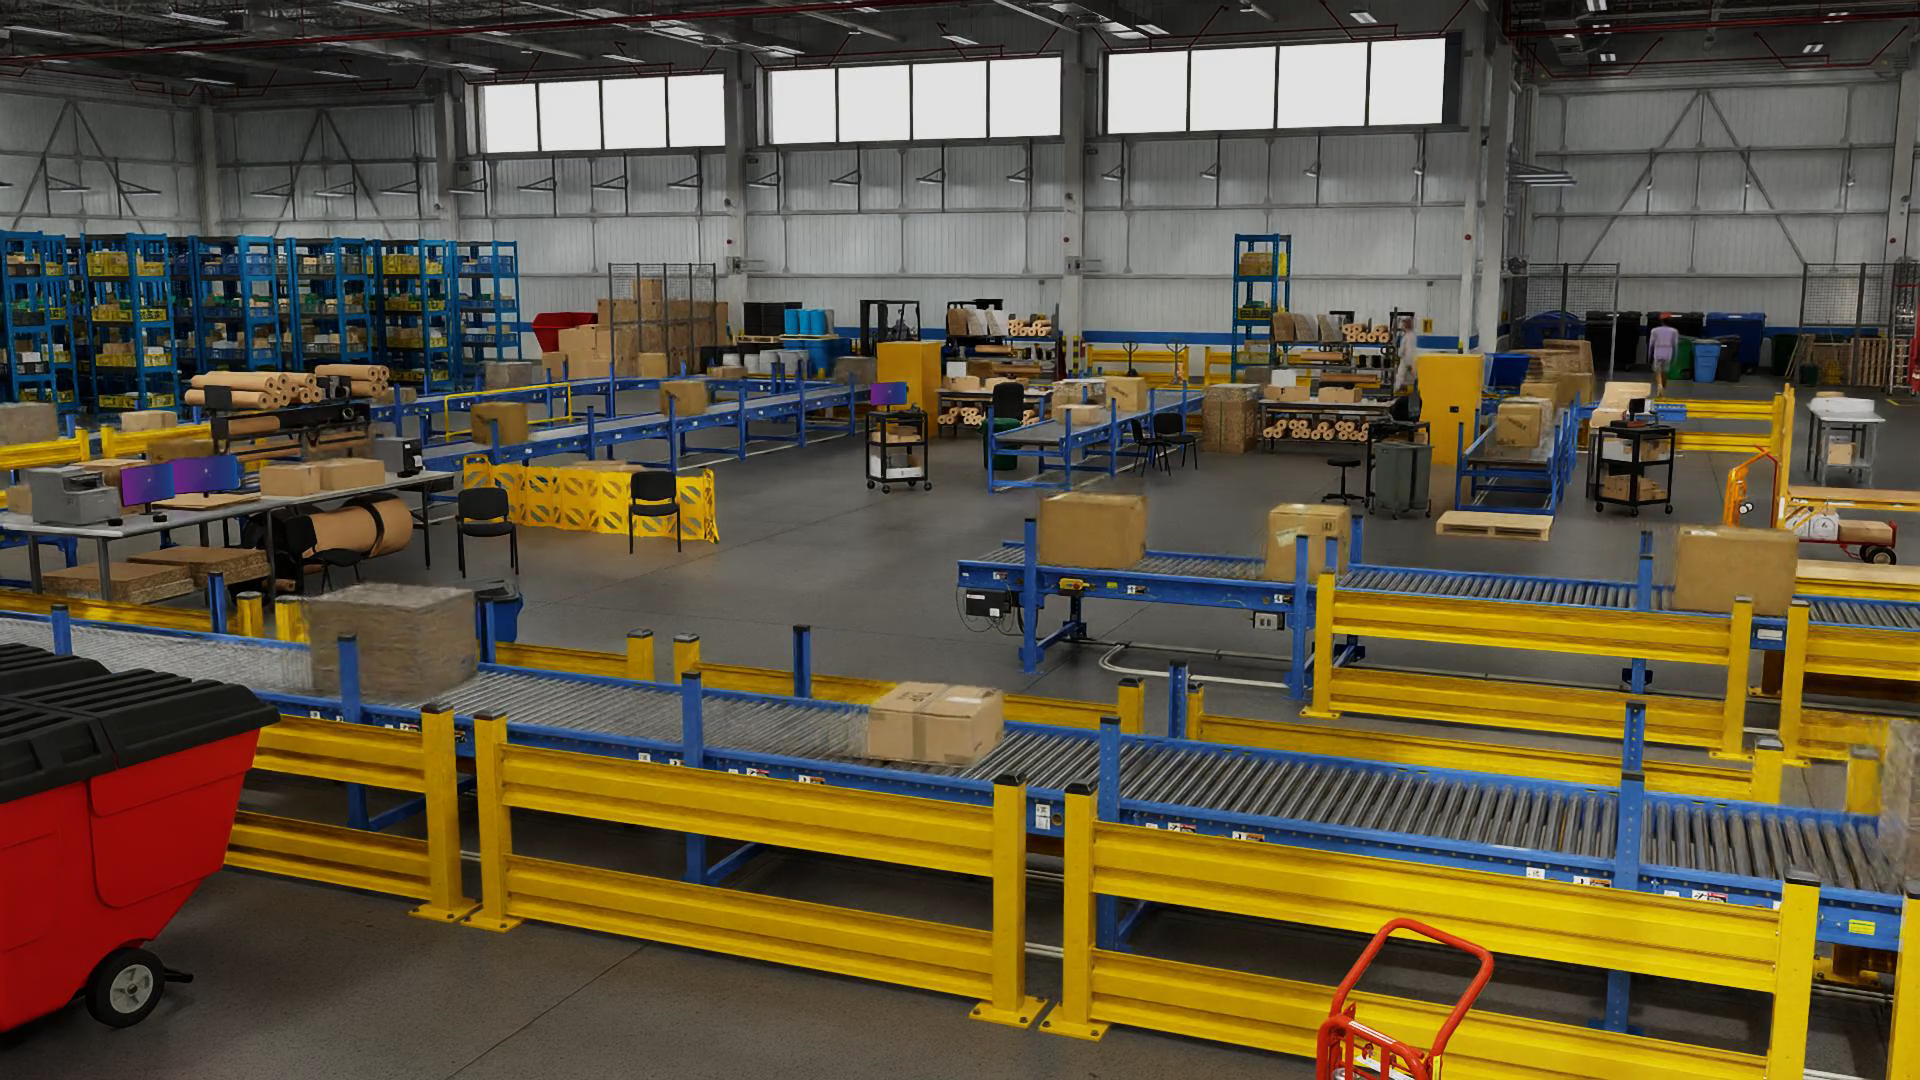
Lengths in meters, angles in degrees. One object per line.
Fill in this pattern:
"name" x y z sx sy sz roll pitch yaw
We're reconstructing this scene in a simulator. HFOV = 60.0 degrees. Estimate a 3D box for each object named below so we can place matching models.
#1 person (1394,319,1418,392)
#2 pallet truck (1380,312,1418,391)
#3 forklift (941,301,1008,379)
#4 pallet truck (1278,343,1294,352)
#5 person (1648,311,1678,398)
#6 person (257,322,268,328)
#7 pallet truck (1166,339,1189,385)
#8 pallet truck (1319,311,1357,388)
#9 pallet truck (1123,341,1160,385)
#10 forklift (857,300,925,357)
"person" 9.710 -3.902 36.473 0.948 1.863 0.644 5 10 25
"pallet truck" 10.207 -4.283 38.369 0.823 1.965 1.885 3 10 20
"forklift" 0.365 -4.966 41.571 1.157 1.987 2.680 3 10 20
"pallet truck" 7.886 -4.163 39.743 0.653 1.274 1.630 4 10 22
"person" 15.864 -4.157 37.531 0.618 2.025 0.700 1 9 8
"person" -17.075 -4.628 40.972 0.570 1.827 0.446 3 10 15
"pallet truck" 5.418 -4.269 40.420 0.704 1.261 1.522 3 10 20
"pallet truck" 9.071 -4.419 39.190 0.823 1.965 1.885 5 10 26
"pallet truck" 4.445 -4.380 41.279 0.680 1.201 1.601 4 10 22
"forklift" -1.732 -5.109 42.468 1.157 1.987 2.680 4 10 22
